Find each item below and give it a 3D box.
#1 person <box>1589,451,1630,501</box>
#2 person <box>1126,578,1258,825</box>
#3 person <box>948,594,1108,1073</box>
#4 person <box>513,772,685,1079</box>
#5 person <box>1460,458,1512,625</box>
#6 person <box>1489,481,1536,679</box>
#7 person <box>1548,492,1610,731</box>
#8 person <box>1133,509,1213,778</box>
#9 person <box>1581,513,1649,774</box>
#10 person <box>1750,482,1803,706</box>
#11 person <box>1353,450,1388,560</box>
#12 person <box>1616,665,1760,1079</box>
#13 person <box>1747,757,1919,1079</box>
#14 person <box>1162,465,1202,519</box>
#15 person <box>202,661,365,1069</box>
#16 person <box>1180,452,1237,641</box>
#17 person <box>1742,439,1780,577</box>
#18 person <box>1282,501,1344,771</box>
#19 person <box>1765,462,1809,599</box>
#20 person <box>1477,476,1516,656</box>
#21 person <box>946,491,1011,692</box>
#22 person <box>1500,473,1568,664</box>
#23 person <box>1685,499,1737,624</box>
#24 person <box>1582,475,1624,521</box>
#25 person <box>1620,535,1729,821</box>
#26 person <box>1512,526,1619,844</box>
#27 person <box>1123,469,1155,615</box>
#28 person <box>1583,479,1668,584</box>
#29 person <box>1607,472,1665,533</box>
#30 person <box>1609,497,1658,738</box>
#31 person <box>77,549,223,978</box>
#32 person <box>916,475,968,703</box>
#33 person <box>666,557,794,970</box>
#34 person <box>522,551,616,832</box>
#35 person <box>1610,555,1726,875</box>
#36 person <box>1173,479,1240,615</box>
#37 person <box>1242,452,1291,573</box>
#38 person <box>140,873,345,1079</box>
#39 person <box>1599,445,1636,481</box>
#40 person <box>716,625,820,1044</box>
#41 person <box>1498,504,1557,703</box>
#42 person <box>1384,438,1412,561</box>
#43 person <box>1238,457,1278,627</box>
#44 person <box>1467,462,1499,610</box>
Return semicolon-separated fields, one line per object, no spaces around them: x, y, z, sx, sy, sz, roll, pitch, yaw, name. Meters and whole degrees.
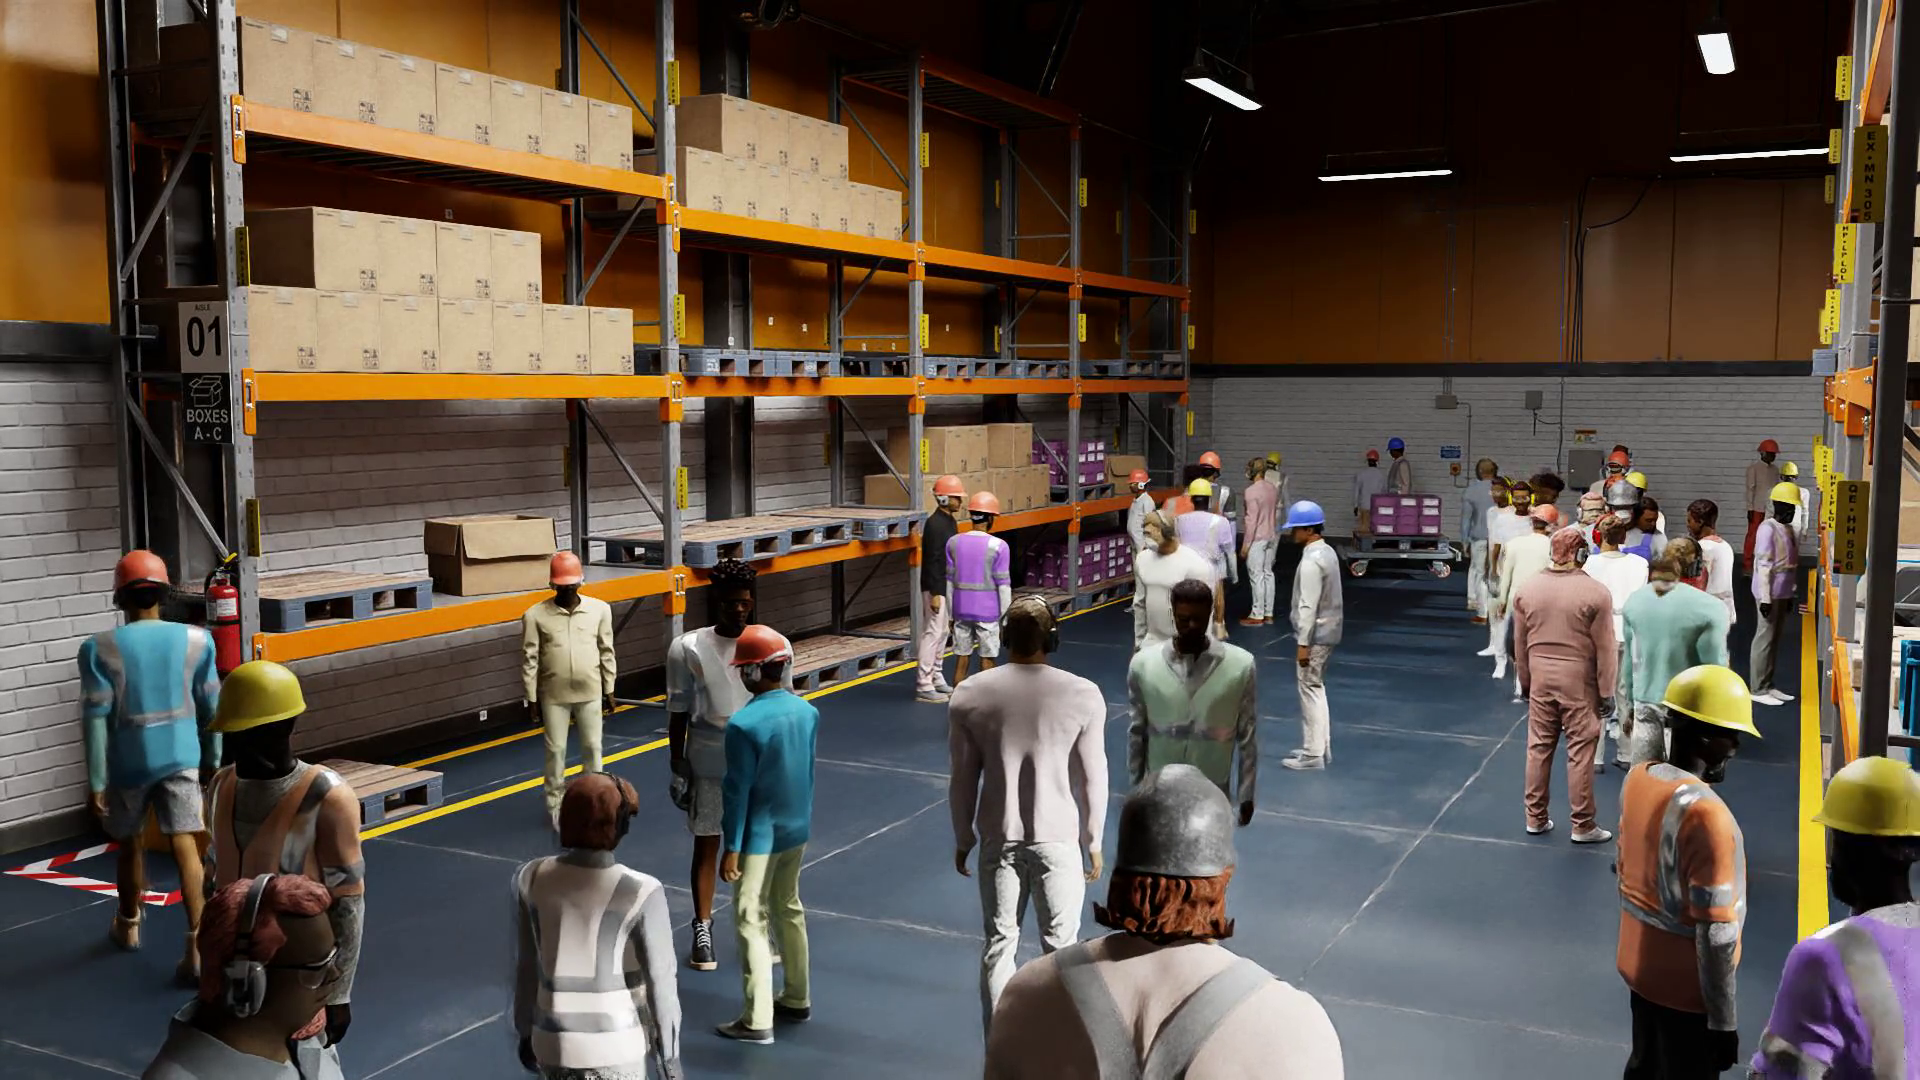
7.679;-0.049;19.510;0.618;1.986;0.408;5;7;43;person
1.066;1.097;7.675;0.603;1.894;0.733;1;5;6;person
0.268;1.179;6.535;0.628;1.940;0.377;1;5;13;person
-1.075;1.489;4.839;0.556;1.625;0.412;2;6;24;person
6.054;0.021;19.072;0.647;1.922;0.398;0;5;1;person
5.224;0.377;15.534;0.532;1.868;0.310;1;5;13;person
4.999;0.572;13.232;0.638;1.911;0.402;0;5;5;person
1.451;0.740;11.451;0.582;1.900;0.737;-5;7;-44;person
4.590;0.737;11.770;0.563;1.847;0.393;-1;5;-9;person
7.063;0.457;14.378;0.384;1.924;0.589;5;7;43;person
6.557;-0.561;26.326;0.575;1.729;0.614;3;6;32;person
2.196;1.328;5.037;0.378;1.918;0.585;0;5;-2;person
2.021;1.445;3.839;0.614;1.908;0.586;-3;6;-30;person
2.497;0.135;18.014;0.606;1.905;1.050;1;6;15;person
-2.097;1.318;5.105;0.588;1.925;0.376;2;6;22;person
2.668;0.068;17.931;0.615;2.041;0.392;1;5;11;person
11.511;-0.449;23.821;0.612;1.985;0.411;-2;6;-24;person
2.522;0.683;11.902;0.433;1.932;0.626;2;6;23;person
10.663;-0.122;21.453;0.525;1.769;0.316;1;5;11;person
5.552;0.264;16.879;0.549;1.850;0.529;-2;6;-23;person
0.156;0.579;13.083;0.553;1.923;0.392;3;6;25;person
5.609;0.306;16.133;0.620;1.903;0.902;-2;6;-18;person
5.568;0.649;12.417;0.401;1.909;0.599;5;7;43;person
6.396;0.296;16.367;0.575;1.880;0.358;0;5;2;person
3.963;0.933;9.264;0.382;1.928;0.627;-3;6;-29;person
3.671;0.868;10.053;0.411;1.908;0.643;-5;7;-43;person
2.142;0.026;19.926;0.343;1.749;0.573;-1;5;-12;person
5.073;0.548;12.782;0.681;2.000;0.536;2;6;18;person
6.511;0.300;16.159;0.591;1.911;0.397;2;6;23;person
5.214;0.611;12.844;0.598;1.906;0.414;-3;6;-32;person
-3.791;1.036;7.838;0.634;1.989;1.077;-4;7;-40;person
-0.134;0.423;14.488;0.430;1.981;0.633;1;6;15;person
-1.073;1.051;7.848;0.611;1.958;0.368;-1;5;-14;person
-2.408;0.931;10.273;0.573;1.738;0.352;-2;6;-22;person
3.928;0.996;9.219;0.620;1.806;0.880;4;7;40;person
2.277;0.368;15.632;0.600;1.870;1.010;3;6;29;person
4.438;-0.374;24.018;0.717;1.777;0.875;2;6;19;person
-1.233;1.532;2.972;0.400;1.900;0.642;0;5;-2;person
9.625;-0.448;24.314;0.355;1.887;0.573;-5;7;-42;person
-0.832;1.228;7.073;0.354;1.737;0.576;3;6;30;person
5.068;0.541;14.543;0.762;1.717;0.573;-5;7;-42;person
6.849;-0.628;25.990;0.410;1.936;0.603;0;5;3;person
3.406;0.026;18.995;0.359;1.934;0.647;4;7;37;person
6.423;-0.051;20.365;0.430;1.836;0.619;3;6;31;person
